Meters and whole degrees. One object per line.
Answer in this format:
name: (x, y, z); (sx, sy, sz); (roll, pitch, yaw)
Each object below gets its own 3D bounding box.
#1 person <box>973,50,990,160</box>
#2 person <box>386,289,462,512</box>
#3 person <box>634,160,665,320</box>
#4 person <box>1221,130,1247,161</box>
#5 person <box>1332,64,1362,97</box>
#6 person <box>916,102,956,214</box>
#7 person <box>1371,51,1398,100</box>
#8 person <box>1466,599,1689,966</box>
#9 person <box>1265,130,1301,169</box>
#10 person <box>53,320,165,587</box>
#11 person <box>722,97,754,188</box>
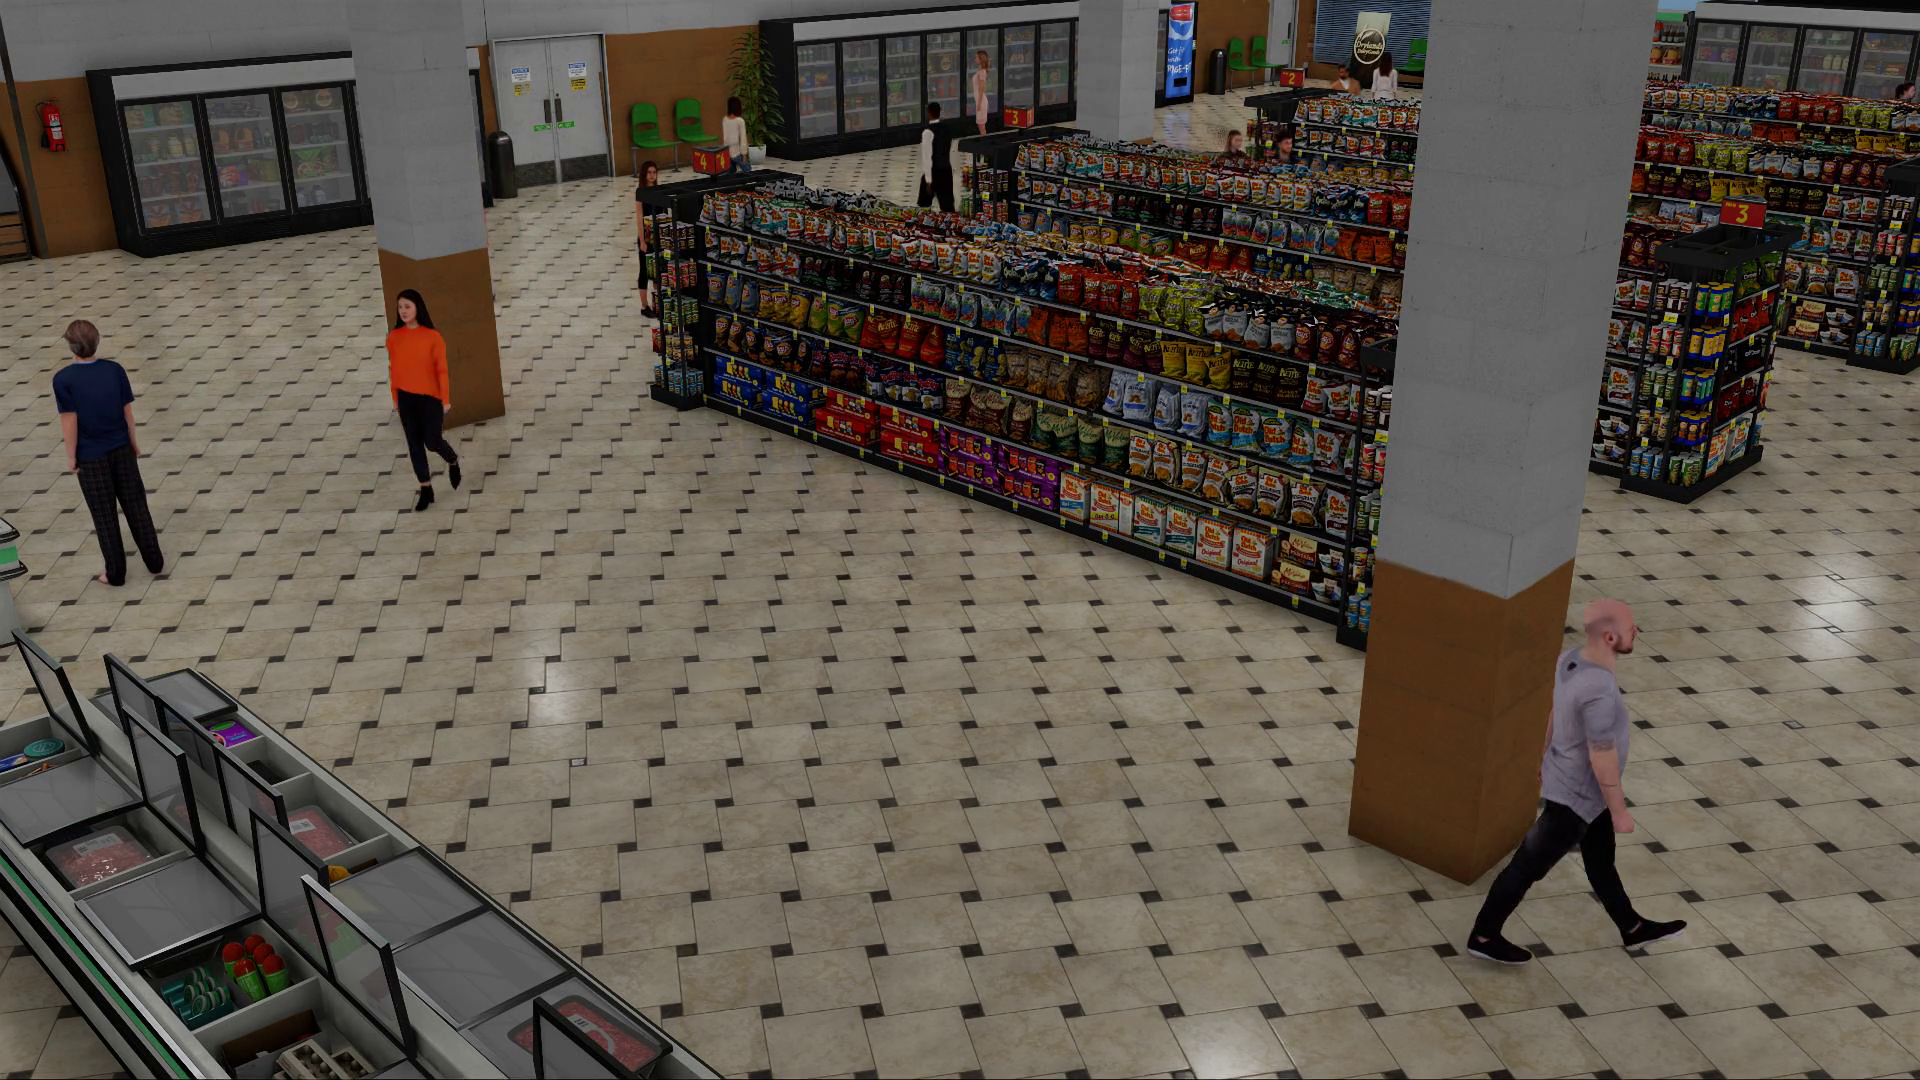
person: (0.378, -7.565, 28.889); (0.697, 1.831, 0.639); (0, 22, 1)
person: (-4.154, -1.109, 12.947); (0.831, 1.739, 0.873); (5, 22, 12)
person: (-3.456, -3.377, 18.612); (0.558, 1.723, 0.598); (16, 27, 34)
person: (3.369, -4.350, 21.080); (0.703, 1.688, 0.670); (-12, 25, -28)
person: (6.435, -7.047, 27.751); (1.142, 1.719, 1.171); (0, 22, -1)
person: (-0.231, -4.706, 21.739); (0.749, 1.858, 1.288); (-19, 28, -38)
person: (7.666, -7.968, 30.084); (0.632, 1.688, 0.742); (6, 23, 15)
person: (2.615, 1.119, 7.342); (1.302, 1.783, 1.121); (4, 22, 10)
person: (3.729, -3.926, 19.761); (0.806, 1.885, 0.792); (-9, 24, -22)
person: (-5.922, -0.607, 11.520); (0.546, 1.871, 0.671); (18, 28, 38)
person: (-3.308, -5.557, 24.103); (0.615, 1.673, 0.741); (13, 25, 29)
